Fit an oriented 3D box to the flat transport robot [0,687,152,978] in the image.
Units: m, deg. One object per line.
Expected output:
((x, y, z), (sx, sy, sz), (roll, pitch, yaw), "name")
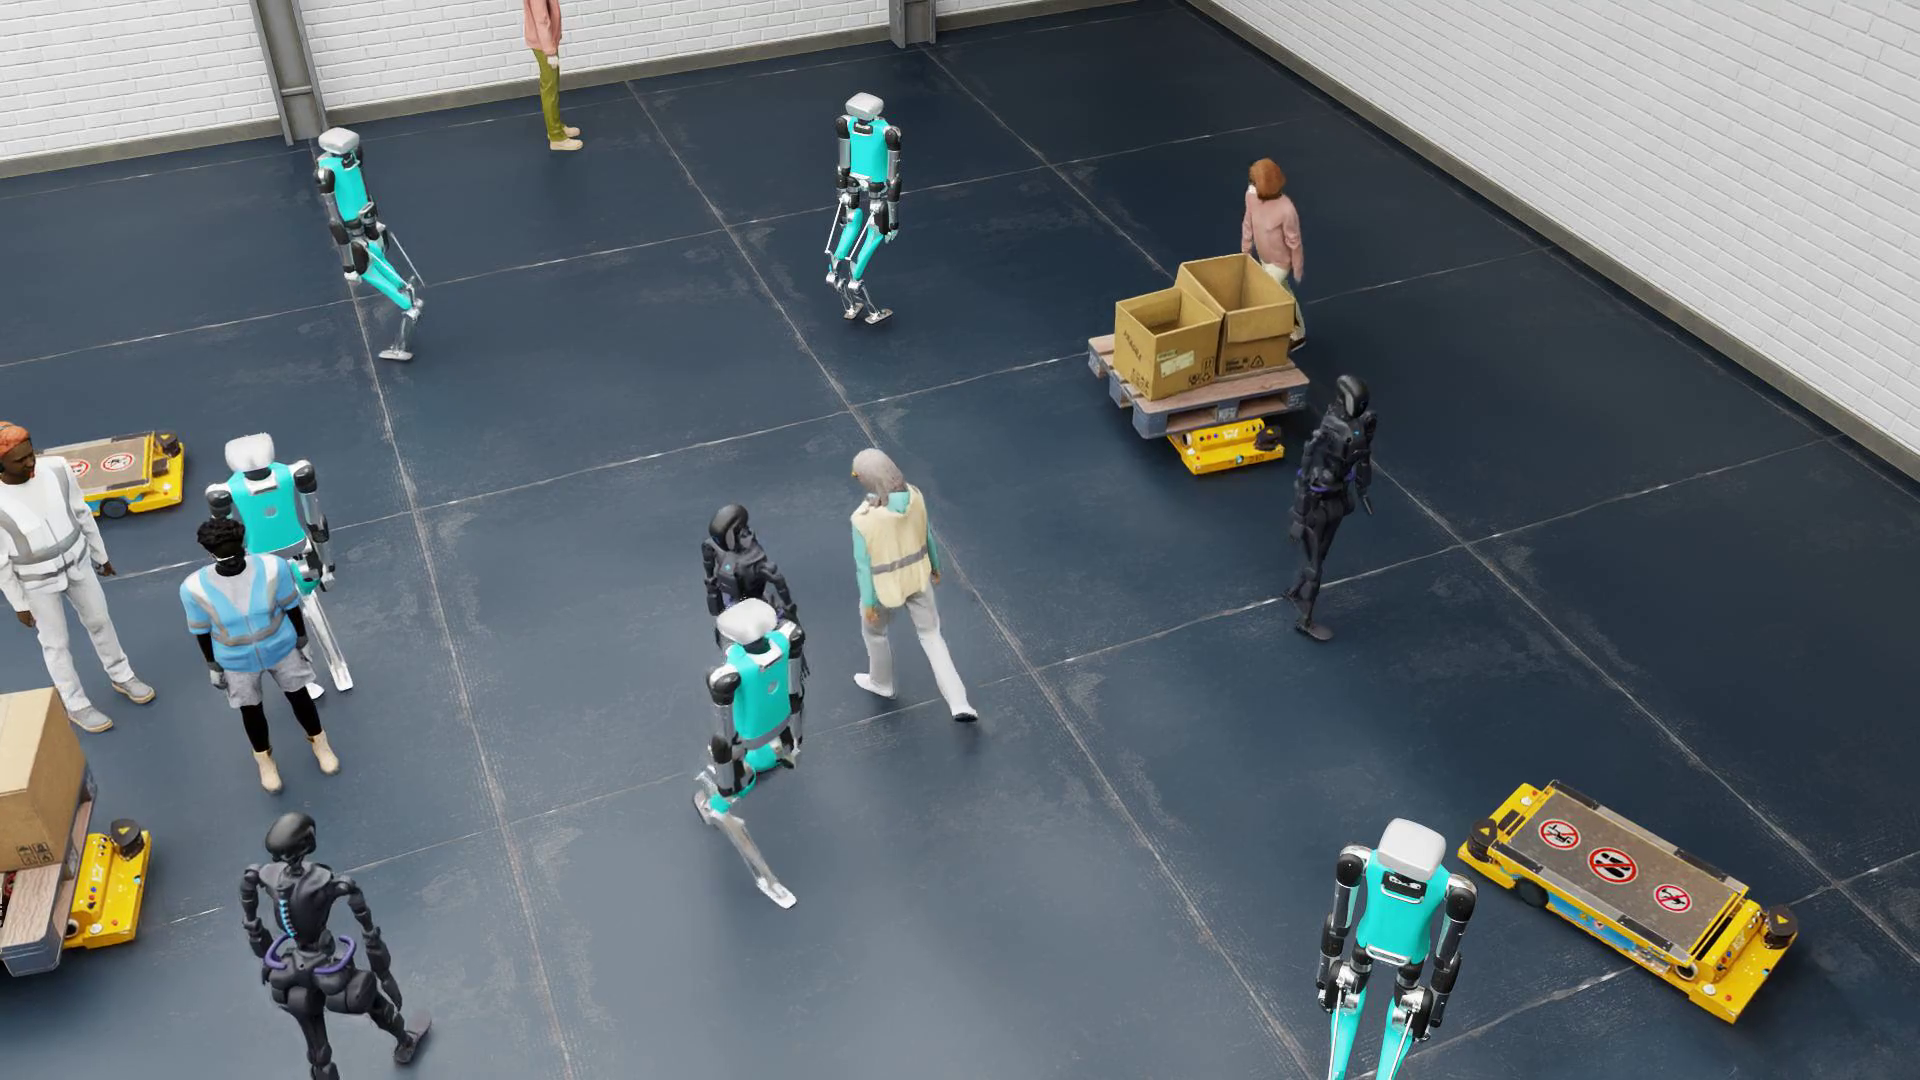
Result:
((-4.704, 1.758, 7.985), (1.431, 0.231, 0.659), (-9, 38, -11), "flat transport robot")

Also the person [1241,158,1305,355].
((2.174, -1.960, 11.747), (0.892, 1.555, 0.505), (-15, 40, -18), "person")

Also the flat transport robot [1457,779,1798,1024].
((3.224, 1.692, 8.071), (1.431, 0.231, 0.659), (31, 47, 34), "flat transport robot")

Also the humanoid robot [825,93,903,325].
((-0.765, -2.305, 11.959), (0.533, 1.677, 0.735), (20, 42, 24), "humanoid robot")

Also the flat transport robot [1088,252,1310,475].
((1.632, -0.962, 11.526), (0.659, 0.231, 1.431), (-12, 39, -15), "flat transport robot")

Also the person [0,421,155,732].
((-4.731, 0.181, 8.720), (0.350, 1.879, 0.578), (21, 42, 25), "person")

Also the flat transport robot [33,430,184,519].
((-5.790, -0.340, 10.717), (1.431, 0.231, 0.659), (-12, 39, -15), "flat transport robot")

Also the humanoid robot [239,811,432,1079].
((-2.619, 1.737, 6.874), (0.611, 1.636, 0.684), (4, 38, 5), "humanoid robot")

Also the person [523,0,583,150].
((-3.640, -4.373, 14.680), (0.371, 1.837, 0.523), (-7, 38, -9), "person")

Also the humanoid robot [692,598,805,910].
((-1.139, 0.922, 7.909), (0.920, 1.808, 0.545), (28, 45, 31), "humanoid robot")

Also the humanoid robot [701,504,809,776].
((-1.032, 0.463, 8.535), (0.610, 1.631, 0.694), (20, 42, 24), "humanoid robot")

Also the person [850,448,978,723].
((-0.273, 0.288, 8.743), (0.510, 1.676, 0.730), (-22, 43, -26), "person")

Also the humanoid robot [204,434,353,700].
((-3.642, 0.094, 8.890), (0.541, 1.724, 0.699), (-20, 42, -24), "humanoid robot")

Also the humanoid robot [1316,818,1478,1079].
((1.602, 1.890, 6.499), (0.533, 1.677, 0.735), (15, 40, 19), "humanoid robot")

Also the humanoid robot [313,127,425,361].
((-4.021, -2.001, 11.689), (0.662, 1.823, 0.550), (6, 38, 7), "humanoid robot")

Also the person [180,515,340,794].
((-3.529, 0.568, 8.366), (0.532, 1.692, 0.318), (-19, 41, -22), "person")

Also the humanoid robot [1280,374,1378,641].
((2.106, -0.198, 9.389), (0.601, 1.645, 0.548), (-23, 43, -27), "humanoid robot")
